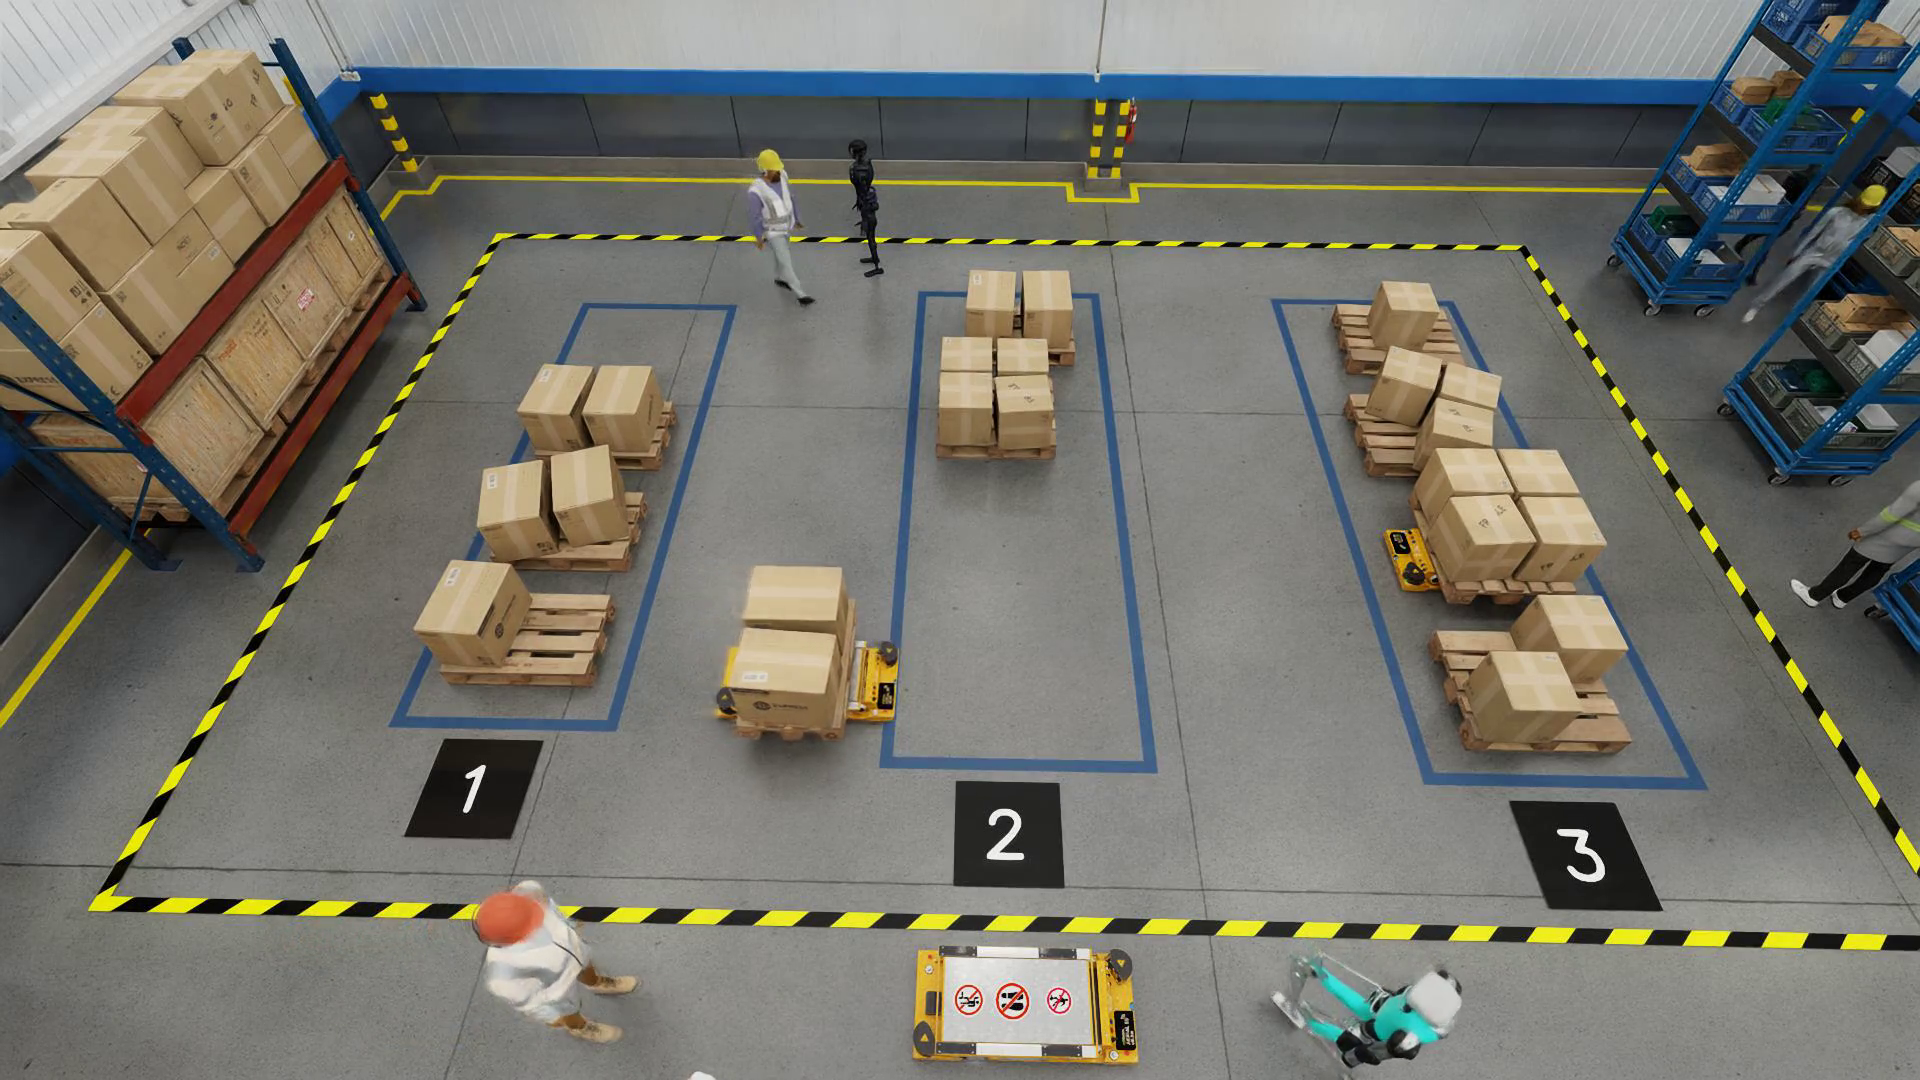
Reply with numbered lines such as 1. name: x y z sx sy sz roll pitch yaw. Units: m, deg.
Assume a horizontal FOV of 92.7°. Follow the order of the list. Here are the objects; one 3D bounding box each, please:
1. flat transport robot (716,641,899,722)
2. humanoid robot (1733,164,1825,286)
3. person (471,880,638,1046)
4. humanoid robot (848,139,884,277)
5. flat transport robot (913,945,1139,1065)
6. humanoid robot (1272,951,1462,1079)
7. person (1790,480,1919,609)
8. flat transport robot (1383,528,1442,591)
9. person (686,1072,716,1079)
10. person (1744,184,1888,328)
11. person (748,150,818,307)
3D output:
1. flat transport robot: -1.236 1.145 7.535 1.431 0.197 0.652 1 51 1
2. humanoid robot: 9.463 -3.737 10.626 0.600 1.644 0.483 -10 51 -8
3. person: -2.321 2.471 5.328 0.388 2.040 0.613 -1 51 -1
4. humanoid robot: -1.111 -3.882 10.733 0.315 1.655 0.599 -8 51 -6
5. flat transport robot: 0.422 3.041 6.007 1.431 0.231 0.659 1 51 1
6. humanoid robot: 2.261 2.721 5.333 0.538 1.744 1.037 -35 59 -25
7. person: 7.695 -0.068 7.520 0.589 1.852 0.366 5 51 4
8. flat transport robot: 4.689 0.155 8.342 1.431 0.197 0.652 1 51 1
9. person: -1.174 3.180 4.827 0.595 1.921 0.385 37 60 26
10. person: 9.486 -3.120 10.084 0.493 1.739 0.348 21 54 16
11. person: -1.968 -3.518 10.360 0.690 1.809 0.616 24 55 18
